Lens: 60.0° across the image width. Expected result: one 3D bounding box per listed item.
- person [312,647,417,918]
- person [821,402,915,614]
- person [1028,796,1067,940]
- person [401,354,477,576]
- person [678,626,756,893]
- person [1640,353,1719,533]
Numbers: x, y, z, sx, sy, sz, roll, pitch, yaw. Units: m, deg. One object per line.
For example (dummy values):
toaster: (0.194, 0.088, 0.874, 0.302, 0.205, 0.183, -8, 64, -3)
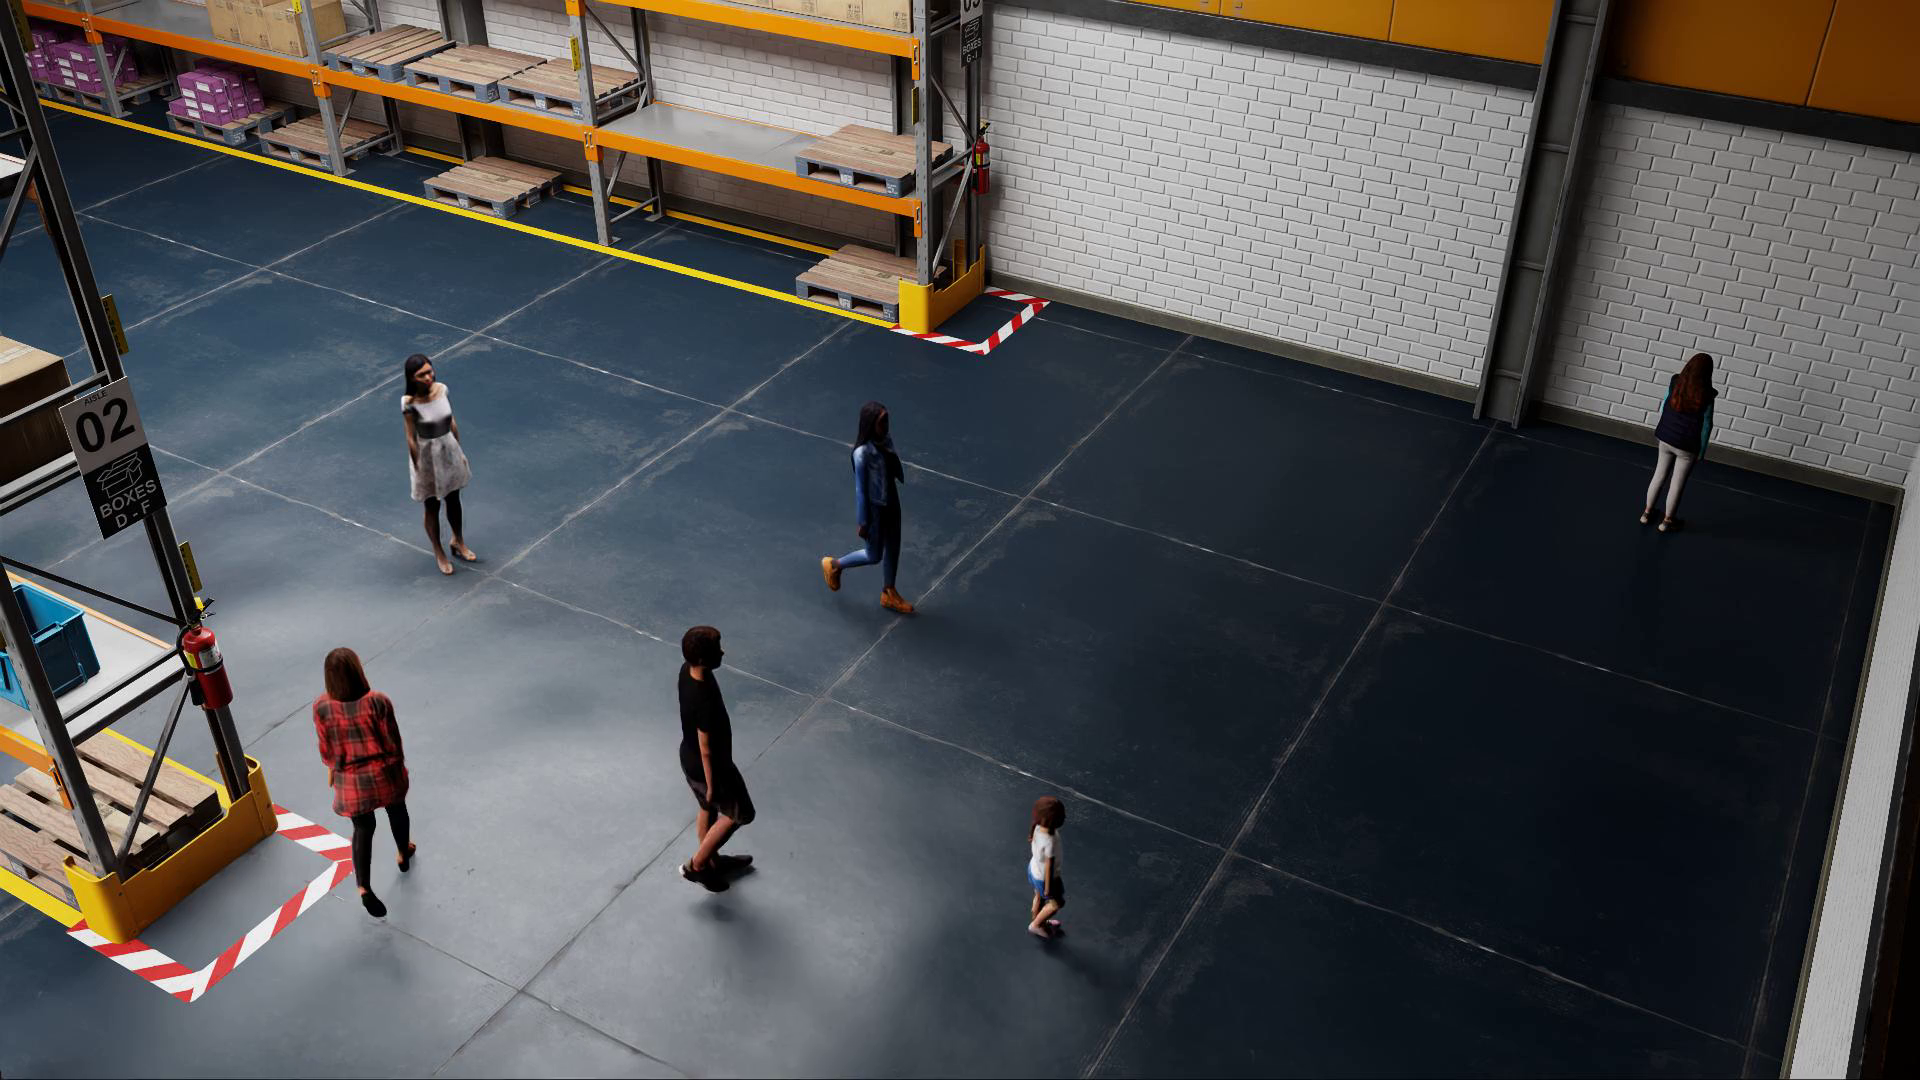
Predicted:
person: (-3.369, 1.400, 9.436, 1.048, 1.677, 1.045, -3, 34, -5)
person: (-0.666, -0.232, 11.874, 0.949, 1.696, 0.663, 14, 36, 19)
person: (0.438, 1.853, 9.352, 0.545, 1.016, 0.499, -4, 34, -7)
person: (-3.870, -0.571, 12.313, 0.677, 1.774, 0.684, 24, 41, 32)
person: (-1.519, 1.266, 9.481, 0.879, 1.851, 0.812, -13, 36, -19)
person: (5.568, -0.766, 12.854, 0.727, 1.501, 0.638, -22, 39, -29)
